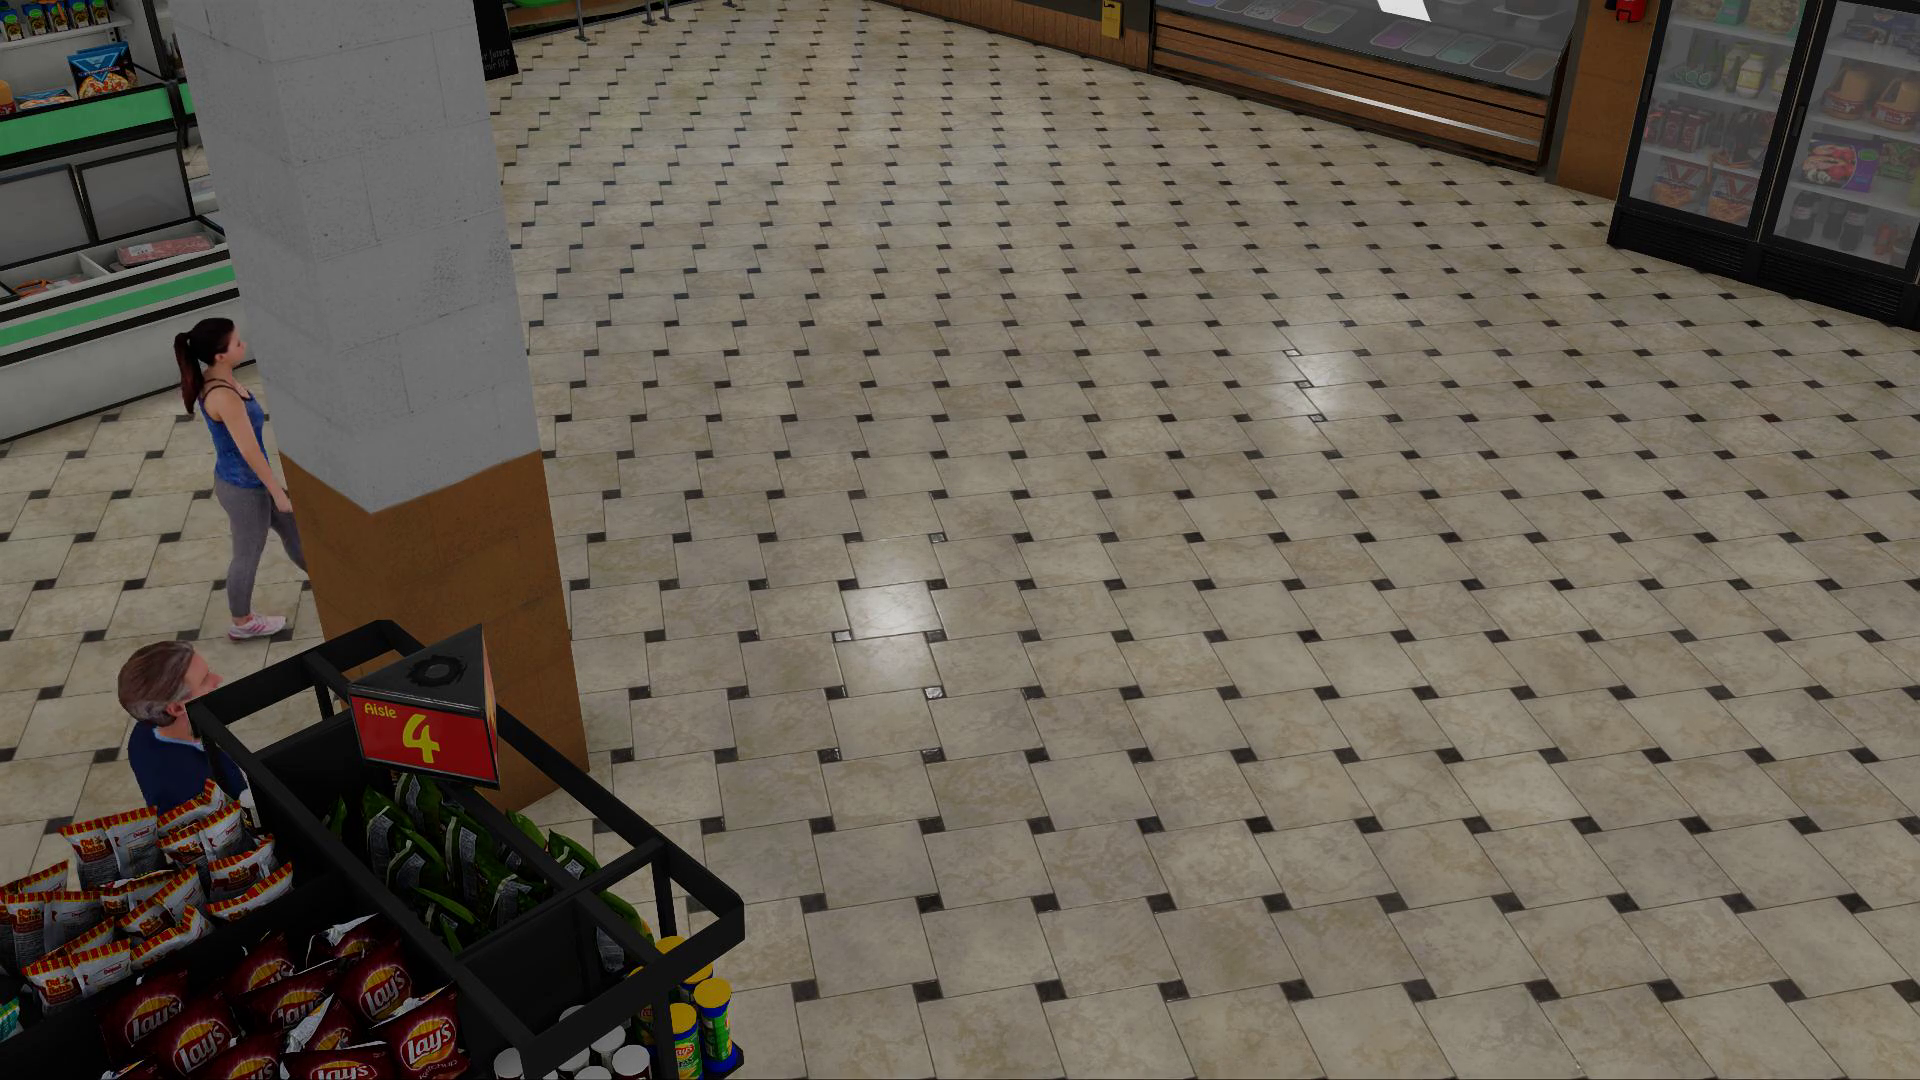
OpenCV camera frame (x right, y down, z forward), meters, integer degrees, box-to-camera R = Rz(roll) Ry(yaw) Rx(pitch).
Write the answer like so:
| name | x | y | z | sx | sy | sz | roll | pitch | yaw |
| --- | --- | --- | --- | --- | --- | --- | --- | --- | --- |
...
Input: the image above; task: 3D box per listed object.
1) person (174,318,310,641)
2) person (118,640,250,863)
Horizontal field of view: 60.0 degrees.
| name | x | y | z | sx | sy | sz | roll | pitch | yaw |
| --- | --- | --- | --- | --- | --- | --- | --- | --- | --- |
| person | -3.273 | -0.228 | 7.454 | 0.985 | 1.586 | 0.755 | -16 | 35 | -24 |
| person | -2.285 | 1.110 | 5.052 | 1.034 | 1.851 | 0.788 | -19 | 37 | -28 |
